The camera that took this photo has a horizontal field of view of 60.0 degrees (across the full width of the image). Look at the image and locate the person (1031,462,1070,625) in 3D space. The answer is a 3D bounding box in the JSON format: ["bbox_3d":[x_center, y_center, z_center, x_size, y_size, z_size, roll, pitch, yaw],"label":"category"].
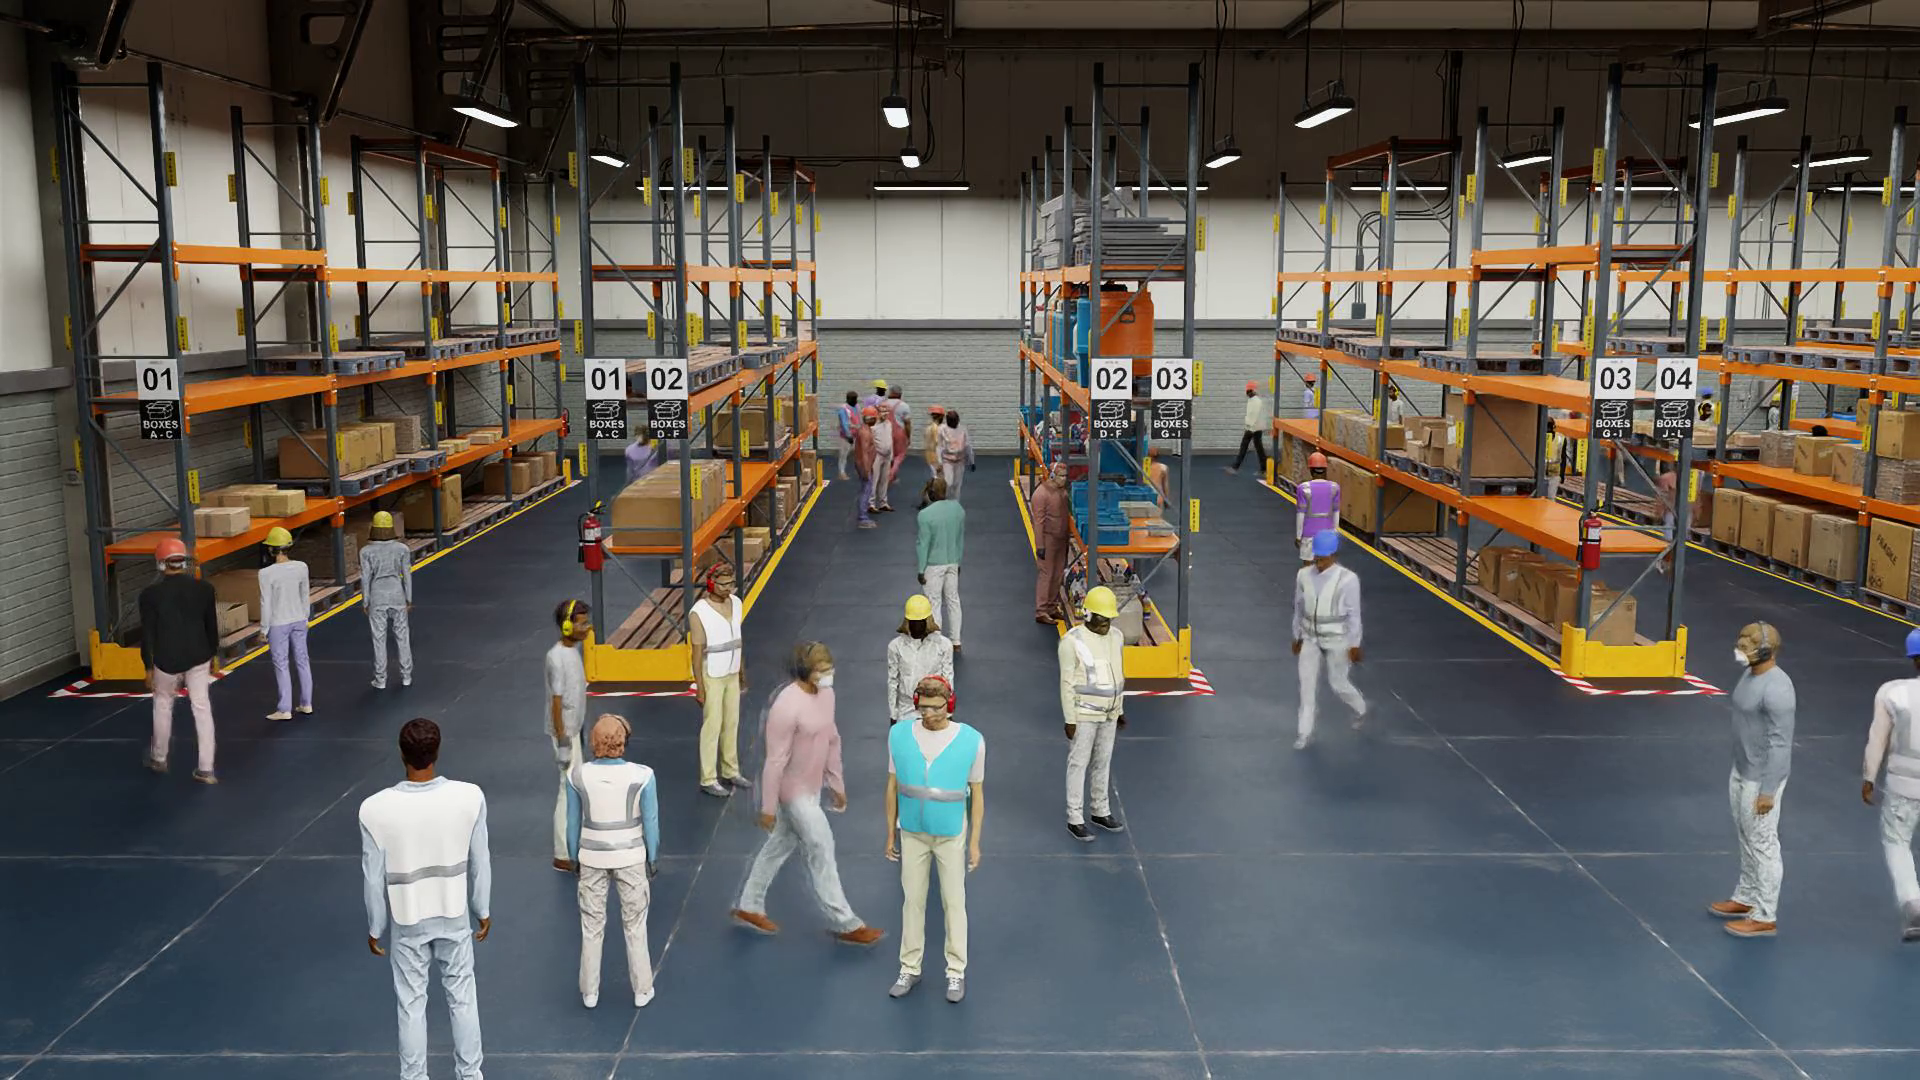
[{"bbox_3d":[1.093,0.032,19.425,0.401,1.893,0.654,6,11,35],"label":"person"}]

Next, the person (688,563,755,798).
[{"bbox_3d":[-1.881,1.075,12.912,0.406,1.831,0.573,5,10,29],"label":"person"}]

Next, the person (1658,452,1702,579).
[{"bbox_3d":[9.657,-0.351,22.316,0.529,1.754,0.372,0,9,1],"label":"person"}]

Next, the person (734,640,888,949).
[{"bbox_3d":[-0.946,1.516,9.967,1.024,1.887,0.629,3,9,16],"label":"person"}]

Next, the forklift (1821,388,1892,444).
[{"bbox_3d":[20.072,-3.110,36.462,1.873,2.768,1.129,0,9,0],"label":"forklift"}]

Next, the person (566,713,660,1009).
[{"bbox_3d":[-1.902,1.764,9.125,0.512,1.630,0.318,0,9,-2],"label":"person"}]

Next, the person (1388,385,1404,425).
[{"bbox_3d":[8.969,-2.271,34.357,0.325,1.861,0.499,-3,9,-17],"label":"person"}]

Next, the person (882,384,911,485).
[{"bbox_3d":[-1.290,-2.069,32.451,0.716,2.000,0.720,4,10,25],"label":"person"}]

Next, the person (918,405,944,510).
[{"bbox_3d":[-0.365,-1.350,28.323,0.550,1.886,0.589,-2,9,-10],"label":"person"}]

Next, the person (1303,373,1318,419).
[{"bbox_3d":[7.859,-2.779,37.398,0.376,1.932,0.544,8,12,40],"label":"person"}]

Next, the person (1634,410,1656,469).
[{"bbox_3d":[14.610,-2.305,35.341,0.429,1.622,0.505,-4,10,-24],"label":"person"}]

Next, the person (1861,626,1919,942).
[{"bbox_3d":[5.803,1.490,9.988,0.657,1.911,0.659,3,9,16],"label":"person"}]

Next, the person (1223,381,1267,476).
[{"bbox_3d":[5.872,-2.261,33.976,1.000,1.945,0.619,-2,9,-14],"label":"person"}]

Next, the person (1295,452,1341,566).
[{"bbox_3d":[4.301,-0.092,20.071,0.547,1.937,0.365,-1,9,-7],"label":"person"}]

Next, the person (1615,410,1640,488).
[{"bbox_3d":[12.825,-1.946,32.085,0.616,1.917,0.505,0,9,-1],"label":"person"}]

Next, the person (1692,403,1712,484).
[{"bbox_3d":[13.095,-1.503,29.417,0.499,1.861,0.327,-7,11,-39],"label":"person"}]

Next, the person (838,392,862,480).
[{"bbox_3d":[-2.108,-2.052,33.130,0.950,1.793,0.640,8,12,41],"label":"person"}]

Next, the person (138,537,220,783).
[{"bbox_3d":[-6.294,0.943,13.357,0.653,1.950,0.962,-9,12,-44],"label":"person"}]

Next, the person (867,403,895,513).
[{"bbox_3d":[-1.369,-1.410,28.685,0.399,1.899,0.647,7,11,38],"label":"person"}]

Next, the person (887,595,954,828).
[{"bbox_3d":[-0.288,1.249,12.093,0.485,1.736,0.322,0,9,1],"label":"person"}]

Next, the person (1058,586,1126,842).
[{"bbox_3d":[0.971,1.228,11.937,0.586,1.825,0.403,-8,12,-40],"label":"person"}]

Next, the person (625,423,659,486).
[{"bbox_3d":[-4.619,-0.786,24.608,0.642,1.916,0.713,1,9,6],"label":"person"}]

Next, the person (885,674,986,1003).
[{"bbox_3d":[-0.138,1.638,9.249,0.565,1.840,0.390,2,9,13],"label":"person"}]

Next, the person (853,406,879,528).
[{"bbox_3d":[-1.519,-1.174,26.900,0.434,1.979,0.640,-1,9,-7],"label":"person"}]

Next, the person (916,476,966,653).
[{"bbox_3d":[-0.211,0.277,17.726,0.630,1.933,0.364,-7,12,-40],"label":"person"}]

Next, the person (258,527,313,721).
[{"bbox_3d":[-6.147,0.760,15.136,0.309,1.769,0.533,5,10,28],"label":"person"}]

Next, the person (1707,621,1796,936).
[{"bbox_3d":[4.870,1.446,10.171,0.355,1.936,0.635,1,9,10],"label":"person"}]

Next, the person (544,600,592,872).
[{"bbox_3d":[-2.627,1.319,11.269,0.354,1.857,0.522,0,9,-2],"label":"person"}]

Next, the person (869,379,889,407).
[{"bbox_3d":[-1.707,-2.475,35.497,0.525,1.902,0.580,3,9,20],"label":"person"}]

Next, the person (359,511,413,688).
[{"bbox_3d":[-5.640,0.583,16.348,0.494,1.743,0.303,-5,10,-31],"label":"person"}]

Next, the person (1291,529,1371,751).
[{"bbox_3d":[3.187,0.825,14.276,0.648,1.912,0.797,8,12,42],"label":"person"}]

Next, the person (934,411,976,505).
[{"bbox_3d":[-0.088,-1.297,28.246,0.734,1.814,0.453,-6,10,-32],"label":"person"}]

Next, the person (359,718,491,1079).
[{"bbox_3d":[-2.547,1.797,7.980,0.592,1.919,0.392,-4,10,-26],"label":"person"}]
